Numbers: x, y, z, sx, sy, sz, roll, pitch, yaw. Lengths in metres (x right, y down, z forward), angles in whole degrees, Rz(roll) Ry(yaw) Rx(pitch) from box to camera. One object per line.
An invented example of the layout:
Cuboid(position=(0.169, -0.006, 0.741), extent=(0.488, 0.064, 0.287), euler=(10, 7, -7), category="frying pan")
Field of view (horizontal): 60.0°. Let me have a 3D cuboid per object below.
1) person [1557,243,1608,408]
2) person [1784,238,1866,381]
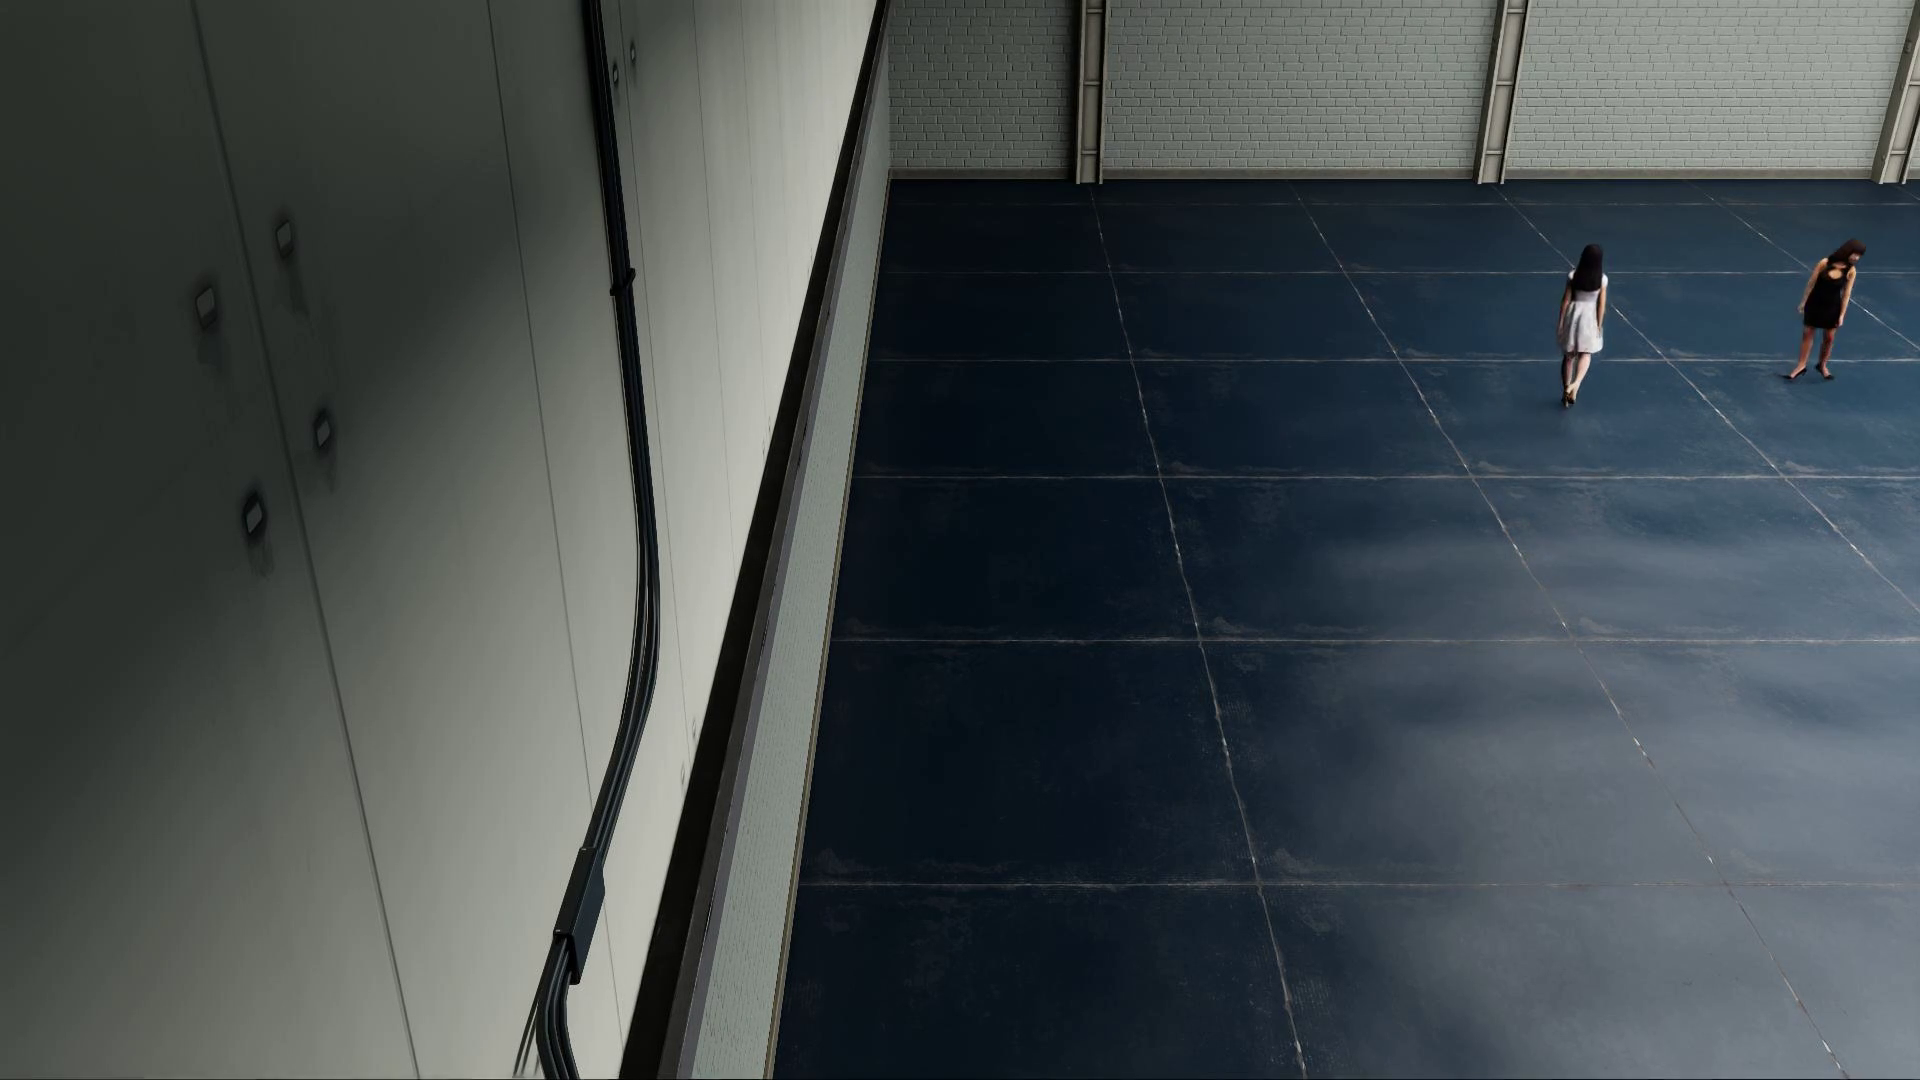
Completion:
Cuboid(position=(6.319, -2.135, 16.982), extent=(0.928, 1.759, 0.889), euler=(10, 30, 19), category="person")
Cuboid(position=(9.166, -2.469, 17.764), extent=(0.800, 1.614, 0.687), euler=(-23, 36, -36), category="person")
